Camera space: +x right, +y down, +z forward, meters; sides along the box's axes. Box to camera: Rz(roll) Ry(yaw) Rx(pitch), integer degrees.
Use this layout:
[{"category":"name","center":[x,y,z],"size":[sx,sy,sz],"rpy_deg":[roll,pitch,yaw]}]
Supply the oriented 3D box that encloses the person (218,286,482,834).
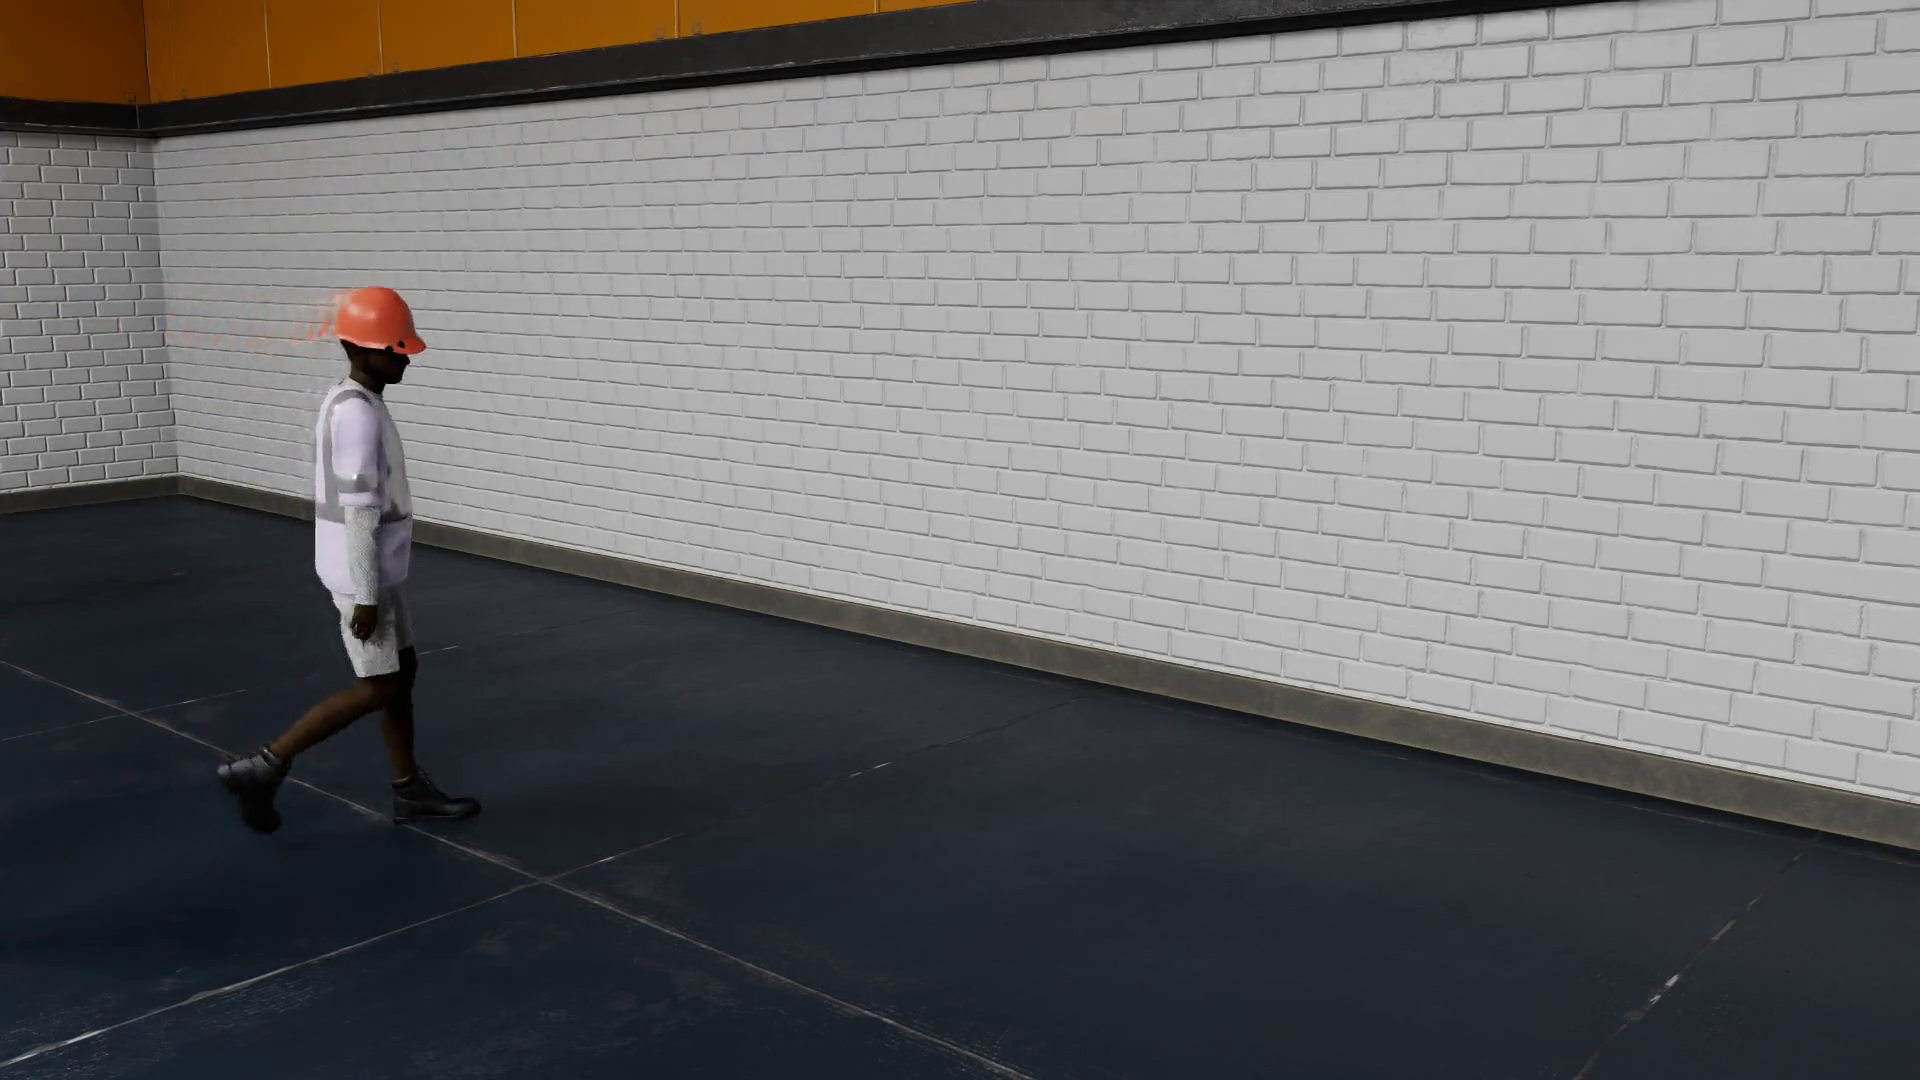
[{"category":"person","center":[-2.083,0.101,5.602],"size":[0.758,1.907,0.581],"rpy_deg":[-4,11,-22]}]
